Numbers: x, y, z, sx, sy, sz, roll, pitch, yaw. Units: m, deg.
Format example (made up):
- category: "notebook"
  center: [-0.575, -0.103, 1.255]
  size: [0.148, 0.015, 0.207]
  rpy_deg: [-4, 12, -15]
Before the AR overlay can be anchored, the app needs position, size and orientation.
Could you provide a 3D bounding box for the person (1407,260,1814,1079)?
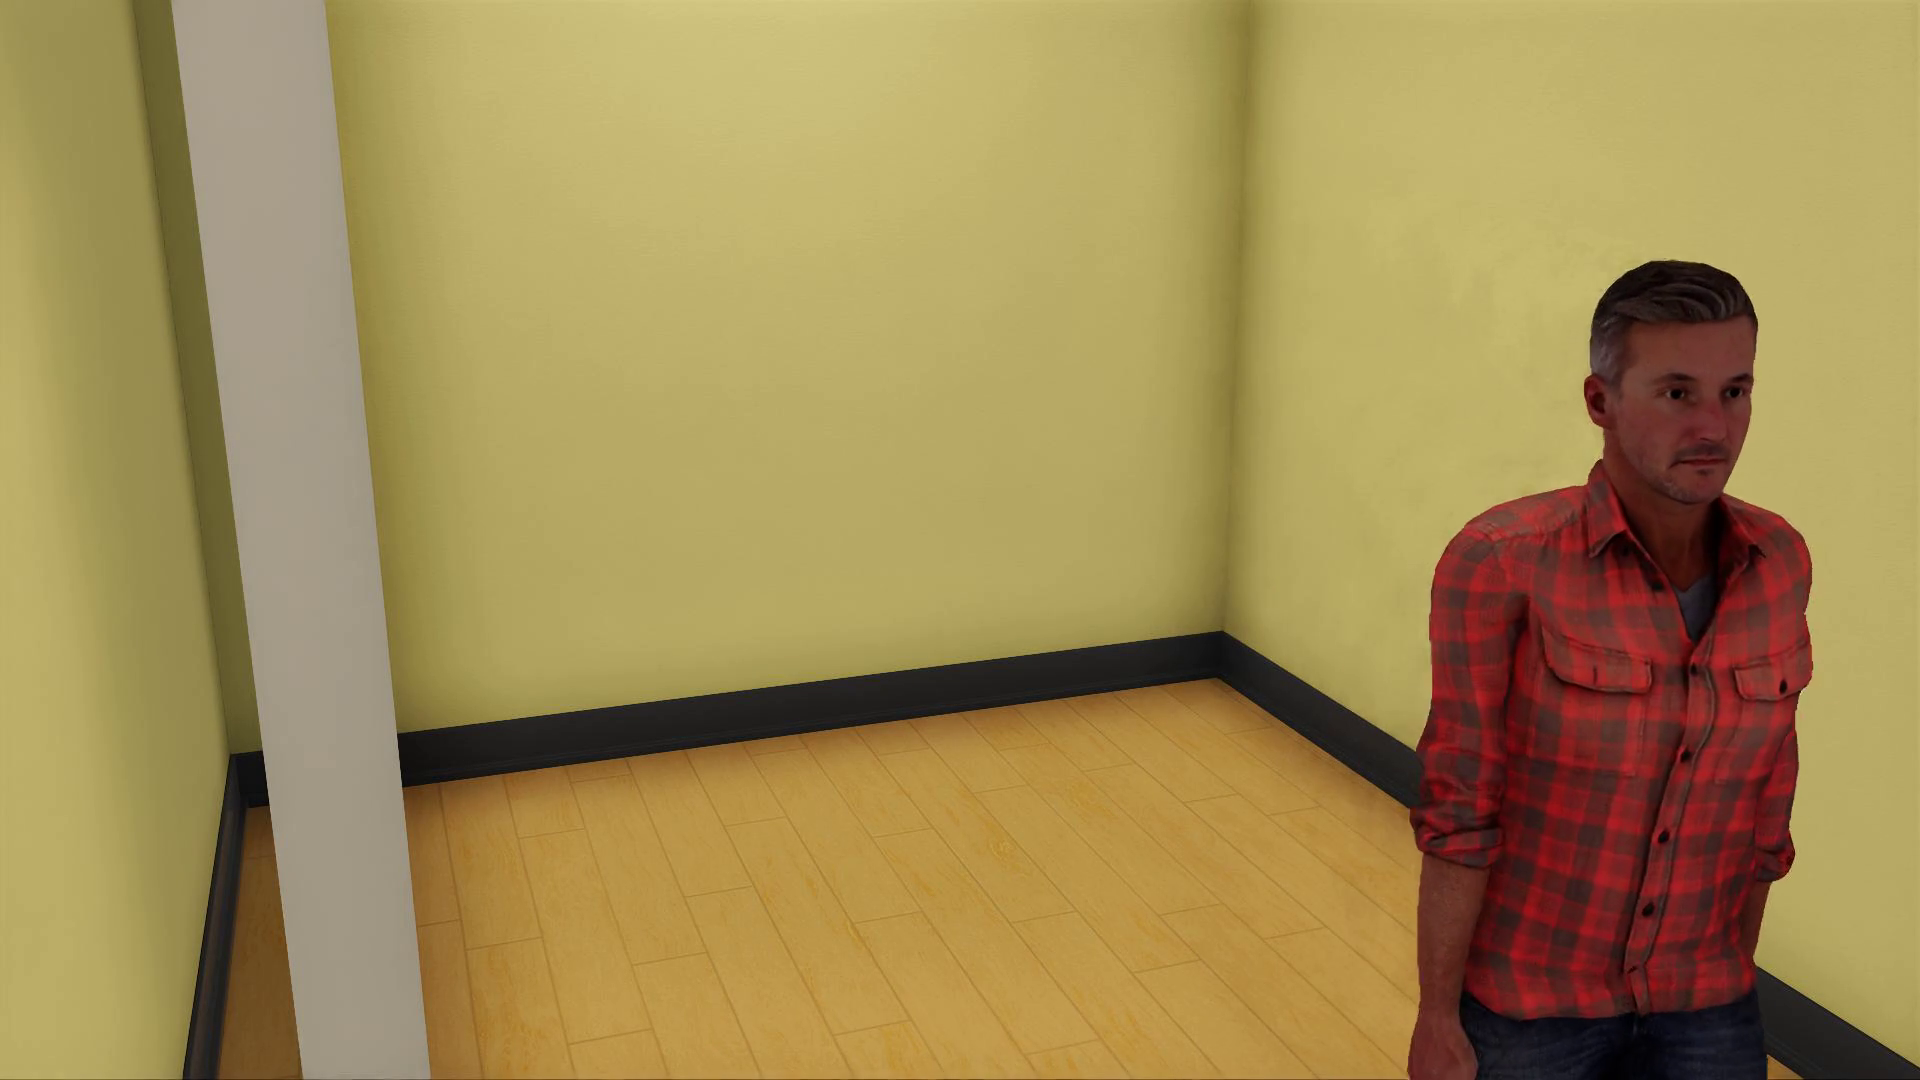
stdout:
- category: "person"
  center: [0.796, 0.536, 2.228]
  size: [0.734, 1.816, 0.846]
  rpy_deg: [-1, 16, -2]
